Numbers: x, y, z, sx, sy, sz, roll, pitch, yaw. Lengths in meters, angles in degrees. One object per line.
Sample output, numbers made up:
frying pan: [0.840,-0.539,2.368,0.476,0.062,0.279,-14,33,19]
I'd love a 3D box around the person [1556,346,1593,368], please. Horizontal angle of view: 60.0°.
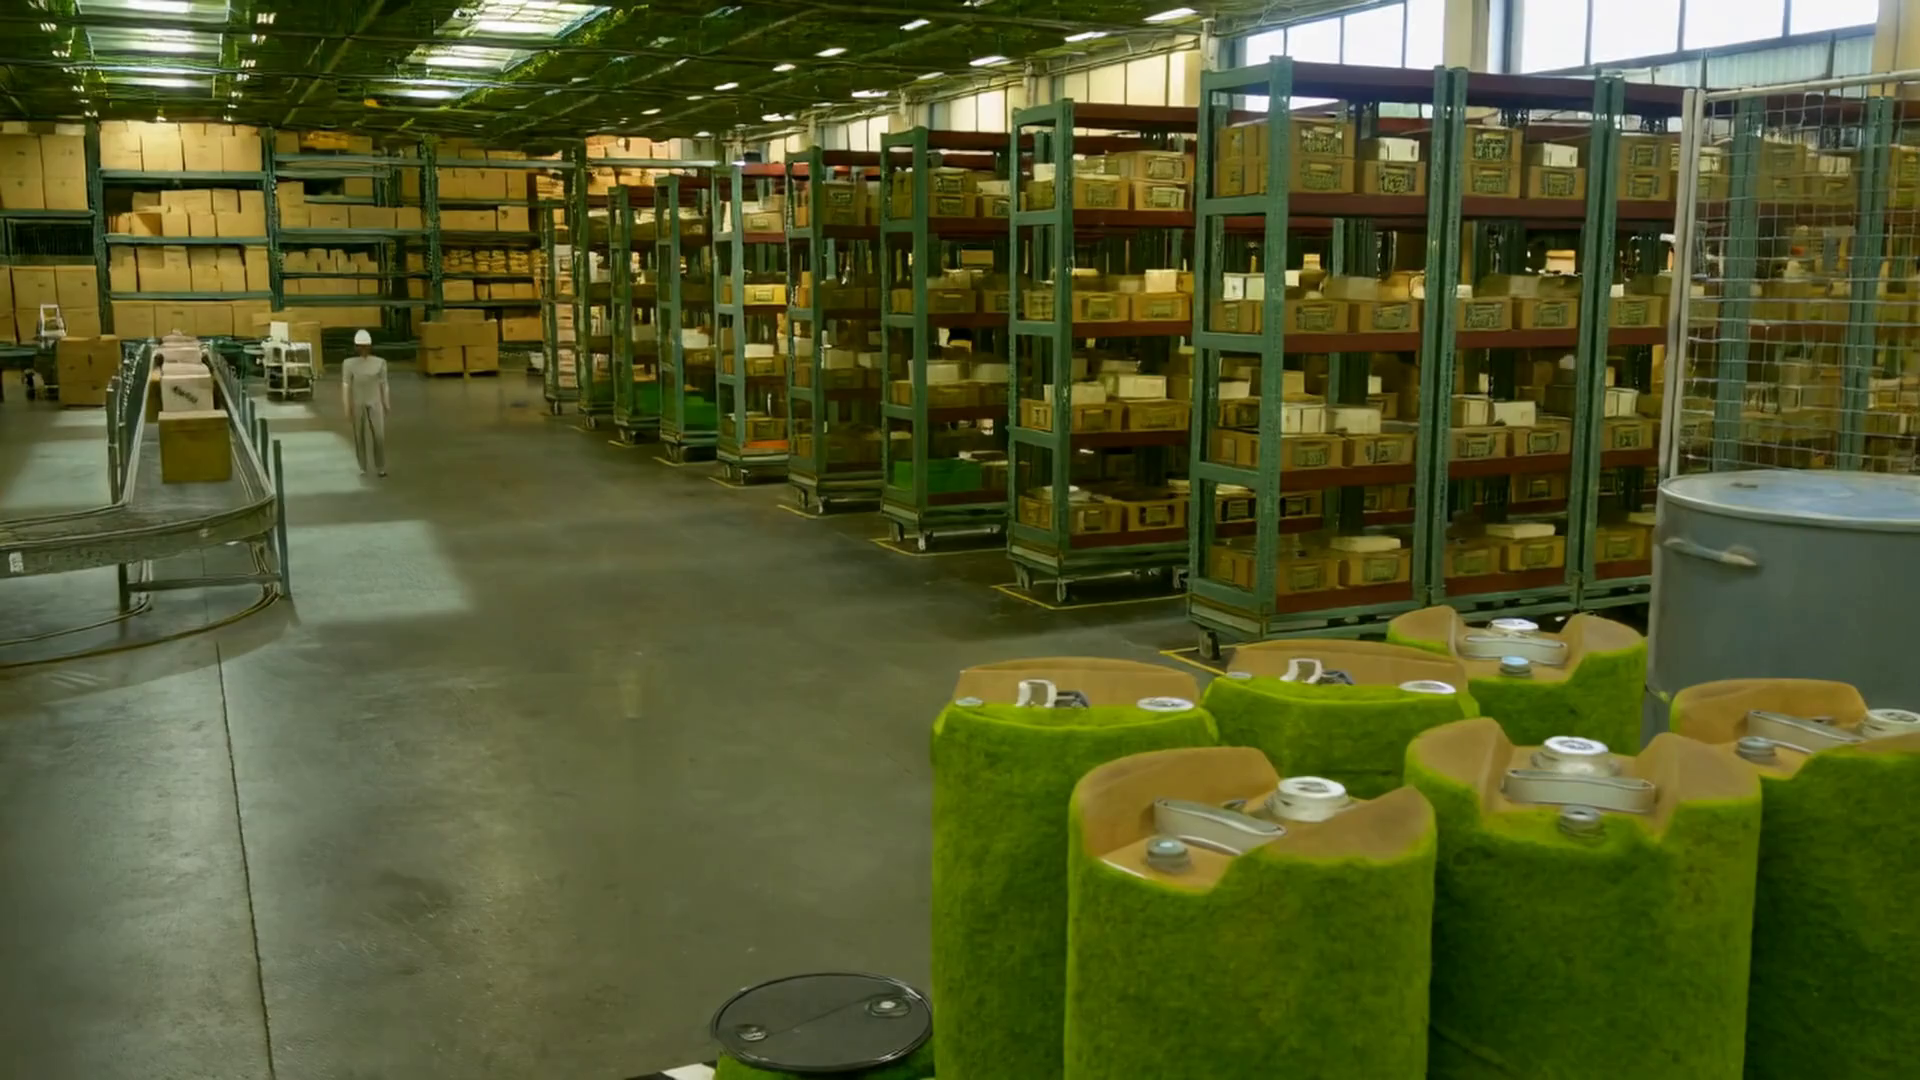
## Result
person: [6.410,-1.293,17.444,0.570,1.811,0.918,-3,10,-20]

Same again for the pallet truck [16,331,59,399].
pallet truck: [-17.082,-3.353,31.781,1.630,1.274,0.653,-4,10,-25]

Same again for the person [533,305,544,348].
person: [-12.657,-6.565,50.339,0.527,1.741,0.530,-3,10,-17]

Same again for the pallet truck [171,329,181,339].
pallet truck: [-17.275,-3.851,35.096,1.601,1.201,0.680,0,9,1]

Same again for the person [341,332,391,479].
person: [-6.965,-1.582,19.507,0.545,1.716,0.928,-4,10,-24]

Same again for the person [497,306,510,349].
person: [-14.031,-6.703,50.517,0.790,1.959,0.655,-7,11,-36]
